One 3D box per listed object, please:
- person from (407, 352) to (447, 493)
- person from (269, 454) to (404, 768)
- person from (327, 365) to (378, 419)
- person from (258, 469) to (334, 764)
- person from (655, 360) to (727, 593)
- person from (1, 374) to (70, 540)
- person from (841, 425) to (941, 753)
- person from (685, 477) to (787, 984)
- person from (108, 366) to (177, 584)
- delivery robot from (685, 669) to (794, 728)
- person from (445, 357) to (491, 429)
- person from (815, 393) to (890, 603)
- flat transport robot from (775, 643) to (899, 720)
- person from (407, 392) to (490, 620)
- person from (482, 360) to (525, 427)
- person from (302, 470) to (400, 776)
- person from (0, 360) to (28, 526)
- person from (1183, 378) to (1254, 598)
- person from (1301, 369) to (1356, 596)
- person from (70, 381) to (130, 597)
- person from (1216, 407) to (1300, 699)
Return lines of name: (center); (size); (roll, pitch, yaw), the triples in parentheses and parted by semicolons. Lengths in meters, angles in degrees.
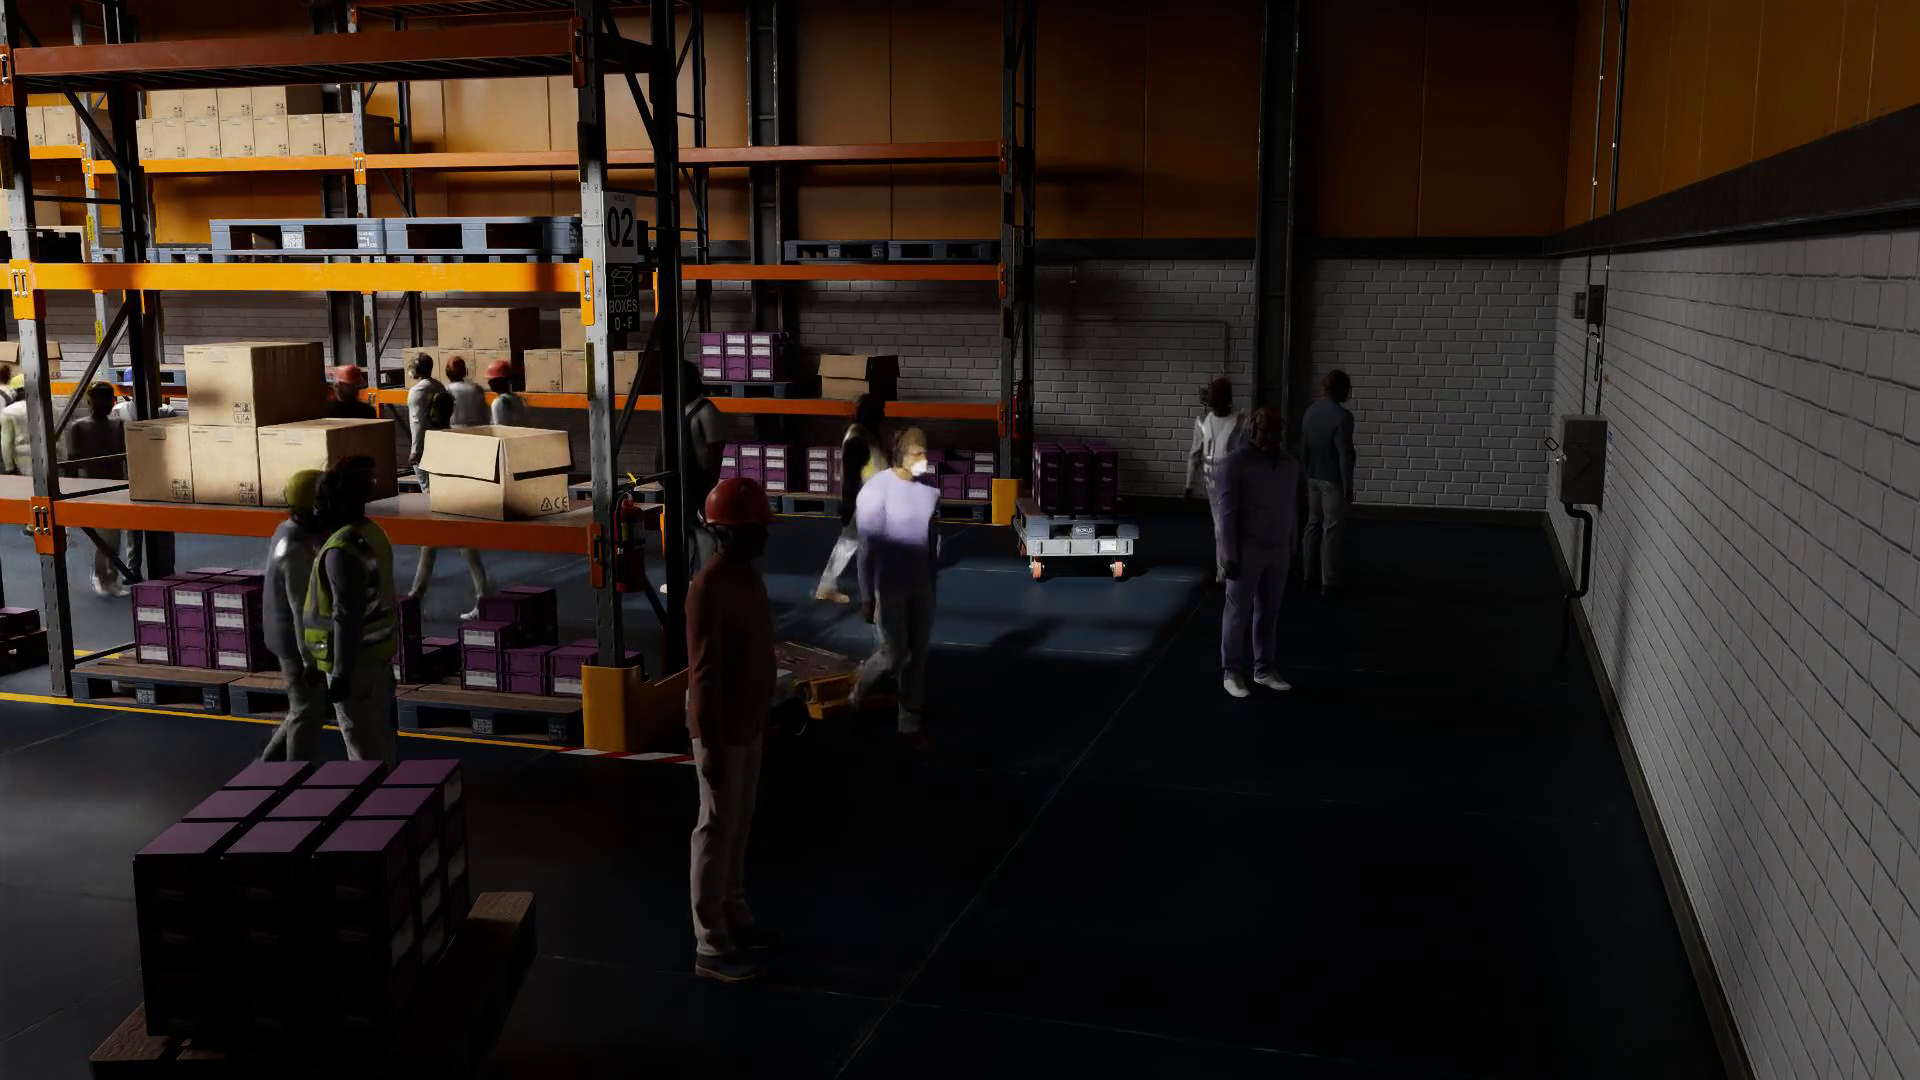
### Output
person: (-5.496, -0.962, 17.152); (0.373, 1.940, 0.630); (1, 9, 7)
person: (-3.346, 0.437, 8.991); (0.754, 1.820, 0.580); (1, 9, 9)
person: (-5.597, -0.606, 15.011); (0.699, 1.934, 1.031); (-3, 10, -19)
person: (-3.405, 0.519, 8.570); (0.544, 1.797, 0.625); (-4, 10, -21)
person: (-2.331, -0.518, 14.134); (0.688, 2.000, 0.536); (9, 13, 43)
person: (-9.389, -0.817, 16.923); (1.087, 1.743, 0.607); (6, 11, 33)
person: (-0.377, 0.280, 9.644); (0.512, 1.918, 0.646); (8, 12, 41)
person: (-0.887, 0.737, 6.626); (0.395, 1.994, 0.612); (2, 9, 11)
person: (-7.253, -0.581, 14.801); (0.602, 1.949, 0.387); (-2, 10, -14)
delivery robot: (-1.274, 0.913, 9.643); (0.477, 0.478, 0.707); (5, 11, 28)
person: (-5.453, -1.056, 18.035); (0.970, 1.832, 0.600); (9, 13, 43)
person: (-0.773, -0.327, 13.751); (0.984, 1.791, 0.626); (1, 9, 4)
flat transport robot: (-1.043, 0.893, 10.910); (0.652, 0.197, 1.431); (-8, 12, -39)
person: (-4.140, -0.259, 13.218); (0.957, 1.826, 0.518); (3, 10, 18)
person: (-4.335, -0.826, 16.436); (0.791, 1.909, 0.557); (1, 9, 7)
person: (-2.949, 0.576, 8.071); (0.430, 1.843, 0.625); (-1, 9, -6)
person: (-10.273, -1.039, 18.017); (0.815, 1.822, 0.512); (4, 10, 25)
person: (2.198, -0.446, 14.243); (0.767, 1.856, 0.578); (-8, 12, -41)
person: (3.172, -0.495, 14.309); (0.351, 1.936, 0.634); (-4, 10, -23)
person: (-7.233, -0.420, 14.123); (0.416, 1.847, 0.543); (5, 11, 29)
person: (1.987, 0.077, 10.932); (0.640, 1.904, 0.401); (-5, 11, -29)
